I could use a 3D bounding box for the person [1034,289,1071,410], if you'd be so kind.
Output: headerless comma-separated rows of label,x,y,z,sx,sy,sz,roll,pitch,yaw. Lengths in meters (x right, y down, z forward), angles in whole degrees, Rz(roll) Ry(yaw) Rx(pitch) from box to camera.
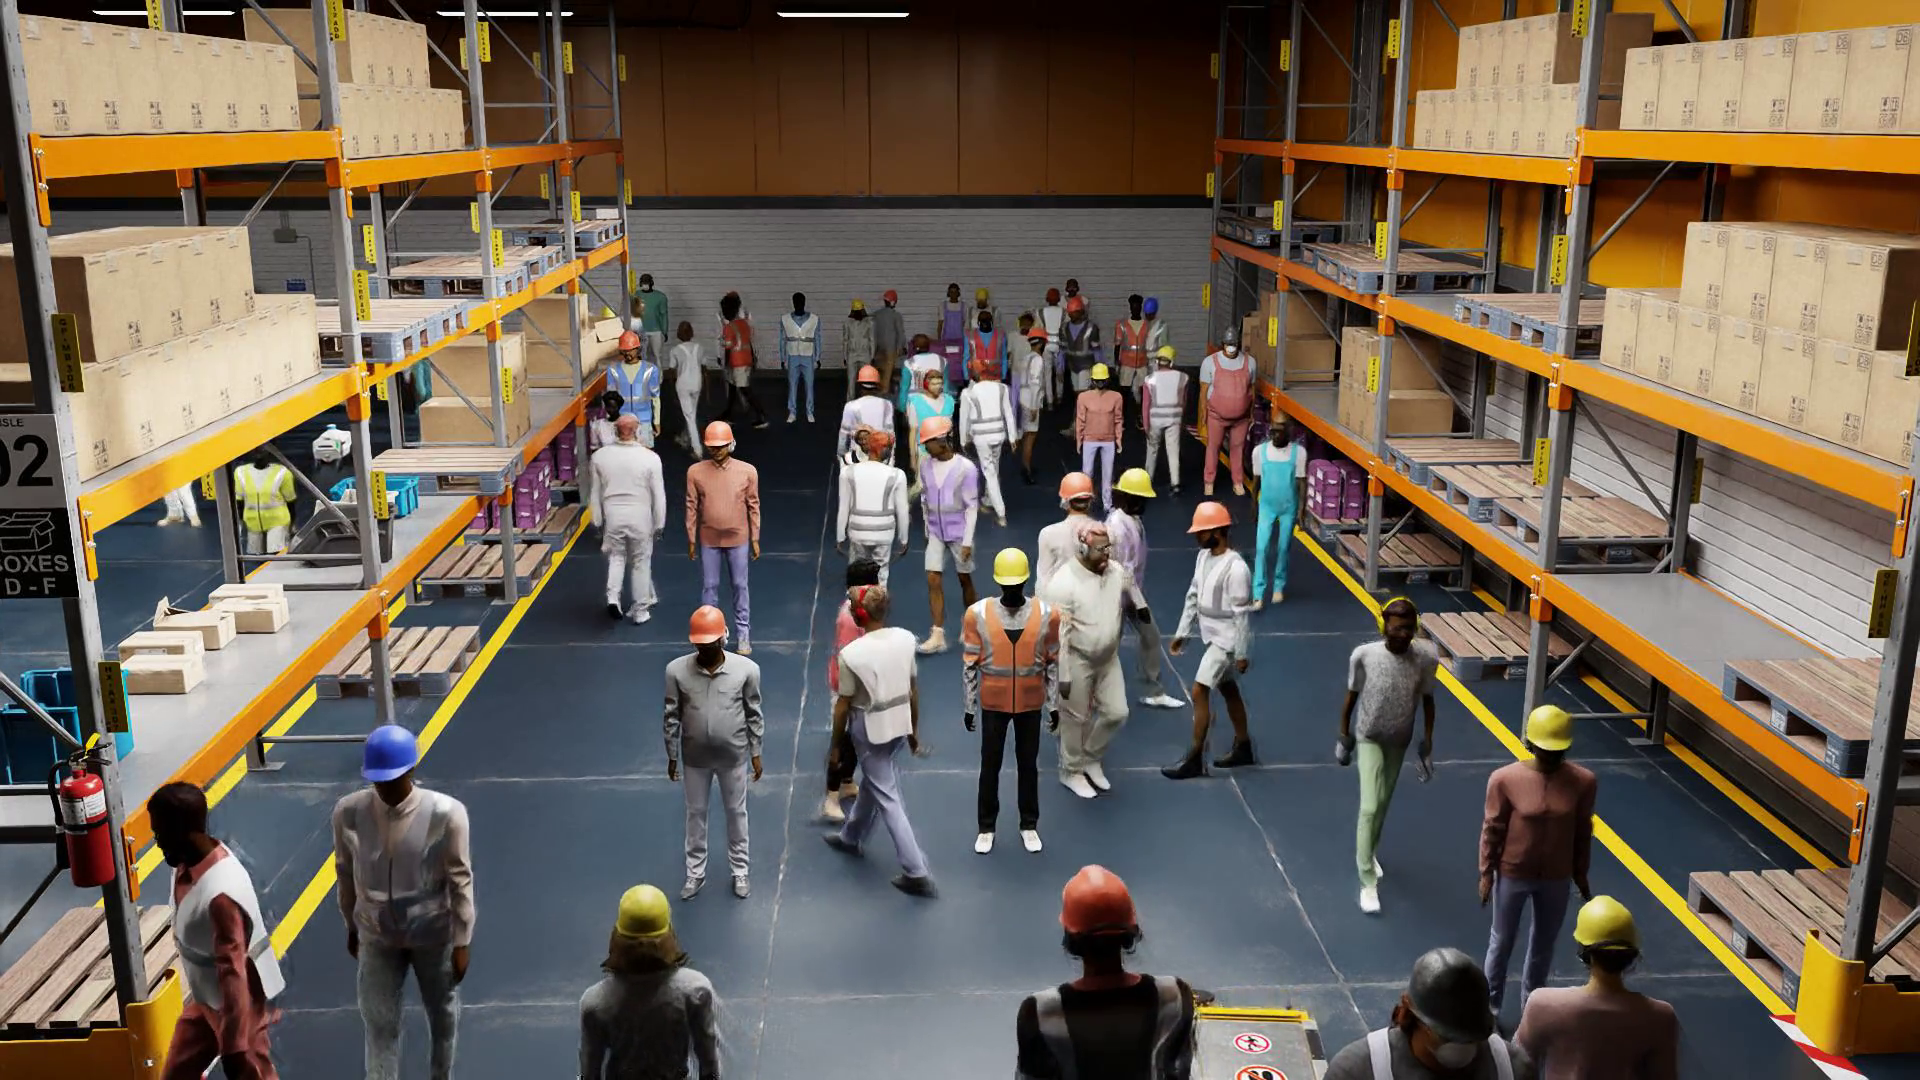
person,1.443,-2.981,25.829,0.592,1.834,0.986,1,14,5

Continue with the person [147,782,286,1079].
person,-3.028,1.885,6.639,0.685,1.875,0.659,-11,18,-37

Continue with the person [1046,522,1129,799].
person,0.843,0.795,10.899,0.665,1.885,0.449,-10,18,-35

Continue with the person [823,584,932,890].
person,-0.493,1.132,9.782,0.999,1.794,0.570,12,19,40

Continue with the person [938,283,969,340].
person,-0.098,-3.186,26.616,0.520,1.844,0.331,-1,14,-3

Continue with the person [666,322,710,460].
person,-3.628,-1.991,22.023,0.533,1.790,0.980,-9,17,-33

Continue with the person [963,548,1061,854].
person,0.315,0.977,10.109,0.595,1.925,0.371,-1,14,-3

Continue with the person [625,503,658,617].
person,-2.890,-0.100,14.972,0.504,1.602,0.539,-13,19,-41

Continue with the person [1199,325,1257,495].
person,3.192,-1.530,19.723,0.690,2.000,0.538,-1,14,-3

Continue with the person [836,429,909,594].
person,-0.742,-0.035,14.221,0.641,1.862,0.476,3,15,11

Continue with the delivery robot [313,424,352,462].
delivery robot,-8.054,-1.241,21.365,0.477,0.478,0.707,-1,14,-5

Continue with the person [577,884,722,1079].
person,-1.136,2.098,6.113,0.499,1.726,0.392,-6,15,-21

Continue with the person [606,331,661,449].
person,-3.760,-1.392,19.178,0.616,2.041,0.378,-1,14,-3

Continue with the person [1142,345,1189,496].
person,2.451,-1.432,19.886,0.573,1.781,0.902,0,14,-1

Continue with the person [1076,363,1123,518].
person,1.560,-1.104,18.600,0.535,1.767,0.315,-1,14,-3

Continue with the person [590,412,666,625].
person,-2.918,-0.179,14.710,0.663,1.893,0.444,2,14,6

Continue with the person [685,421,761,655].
person,-1.971,-0.010,13.853,0.625,1.991,0.392,-1,14,-3

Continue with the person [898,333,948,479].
person,-0.508,-1.665,20.679,0.646,1.820,0.608,-9,17,-31

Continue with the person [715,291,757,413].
person,-3.383,-2.827,25.178,0.653,1.856,0.678,-5,15,-17

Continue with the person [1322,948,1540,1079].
person,1.447,2.192,5.114,0.690,2.000,0.538,-1,14,-3

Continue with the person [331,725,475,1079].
person,-2.407,1.732,7.150,0.621,1.911,0.935,-1,14,-2

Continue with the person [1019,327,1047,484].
person,0.921,-1.649,20.522,0.413,1.891,0.739,-2,14,-9

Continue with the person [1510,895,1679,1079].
person,2.276,2.093,6.116,0.532,1.724,0.851,1,14,4

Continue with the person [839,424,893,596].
person,-0.874,-0.278,15.611,0.525,1.639,0.307,-1,14,-3

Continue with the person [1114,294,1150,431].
person,2.508,-2.545,23.855,0.617,1.964,0.361,-1,14,-3

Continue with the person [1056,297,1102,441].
person,1.637,-2.399,23.250,0.618,1.978,1.059,10,17,34

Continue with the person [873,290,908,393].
person,-1.103,-3.128,26.614,0.600,1.732,0.571,-14,20,-43

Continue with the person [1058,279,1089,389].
person,1.837,-3.377,27.363,0.575,1.843,0.375,-1,14,-3

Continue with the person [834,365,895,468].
person,-1.004,-0.886,17.488,0.574,1.905,0.814,-7,16,-26

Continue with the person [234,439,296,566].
person,-6.267,-0.174,15.110,0.527,1.679,0.689,-1,14,-2

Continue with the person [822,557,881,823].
person,-0.699,0.949,10.744,0.322,1.659,0.705,4,15,14

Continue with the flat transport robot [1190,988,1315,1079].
flat transport robot,1.341,2.478,7.522,0.652,0.197,1.431,1,14,4

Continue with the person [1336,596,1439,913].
person,2.457,1.183,9.529,0.505,1.811,0.904,-1,14,-4

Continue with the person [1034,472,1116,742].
person,0.814,0.487,11.923,0.649,1.977,0.444,-5,15,-17

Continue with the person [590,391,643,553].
person,-3.538,-0.703,17.163,0.542,1.695,0.316,-1,14,-3

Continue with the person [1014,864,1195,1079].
person,0.485,2.078,5.583,0.620,2.019,0.696,-2,14,-6

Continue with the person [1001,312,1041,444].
person,0.827,-2.231,22.931,0.584,1.809,0.955,1,14,3

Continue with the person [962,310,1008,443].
person,0.349,-2.247,22.938,0.636,1.842,0.429,-1,14,-3

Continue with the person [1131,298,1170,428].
person,2.716,-2.525,23.878,0.620,1.914,0.455,9,17,32

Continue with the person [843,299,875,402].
person,-1.531,-2.782,25.233,0.494,1.743,0.304,-1,14,-3

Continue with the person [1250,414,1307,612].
person,2.879,-0.240,15.119,0.518,1.803,0.902,4,15,15

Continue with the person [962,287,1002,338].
person,0.318,-3.068,26.228,0.600,1.805,0.732,5,15,18

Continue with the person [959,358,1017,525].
person,0.269,-1.118,18.518,0.636,1.835,0.917,-7,16,-25

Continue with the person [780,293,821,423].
person,-2.350,-2.692,24.529,0.600,1.917,0.377,-1,14,-3

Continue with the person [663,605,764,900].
person,-1.409,1.214,9.525,0.575,1.749,0.334,-1,14,-3

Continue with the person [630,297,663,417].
person,-4.701,-2.678,24.654,0.622,1.823,0.531,4,15,14

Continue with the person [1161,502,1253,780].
person,1.673,0.679,11.337,0.871,1.891,0.552,-4,15,-15

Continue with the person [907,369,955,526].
person,-0.327,-0.963,17.966,0.566,1.821,0.845,-9,17,-31

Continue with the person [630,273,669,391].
person,-5.106,-3.414,27.322,0.638,1.938,0.357,-1,14,-3

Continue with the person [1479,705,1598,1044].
person,2.761,1.613,7.986,0.548,1.755,0.407,0,14,0

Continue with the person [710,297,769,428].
person,-3.196,-2.573,24.100,1.003,1.909,0.619,4,15,16

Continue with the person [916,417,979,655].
person,-0.147,-0.030,13.953,0.616,1.973,0.891,8,16,28

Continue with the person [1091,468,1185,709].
person,1.346,0.404,12.439,0.858,1.883,0.597,6,16,23

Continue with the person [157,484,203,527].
person,-8.715,-1.025,18.236,0.721,1.811,0.434,5,15,18
